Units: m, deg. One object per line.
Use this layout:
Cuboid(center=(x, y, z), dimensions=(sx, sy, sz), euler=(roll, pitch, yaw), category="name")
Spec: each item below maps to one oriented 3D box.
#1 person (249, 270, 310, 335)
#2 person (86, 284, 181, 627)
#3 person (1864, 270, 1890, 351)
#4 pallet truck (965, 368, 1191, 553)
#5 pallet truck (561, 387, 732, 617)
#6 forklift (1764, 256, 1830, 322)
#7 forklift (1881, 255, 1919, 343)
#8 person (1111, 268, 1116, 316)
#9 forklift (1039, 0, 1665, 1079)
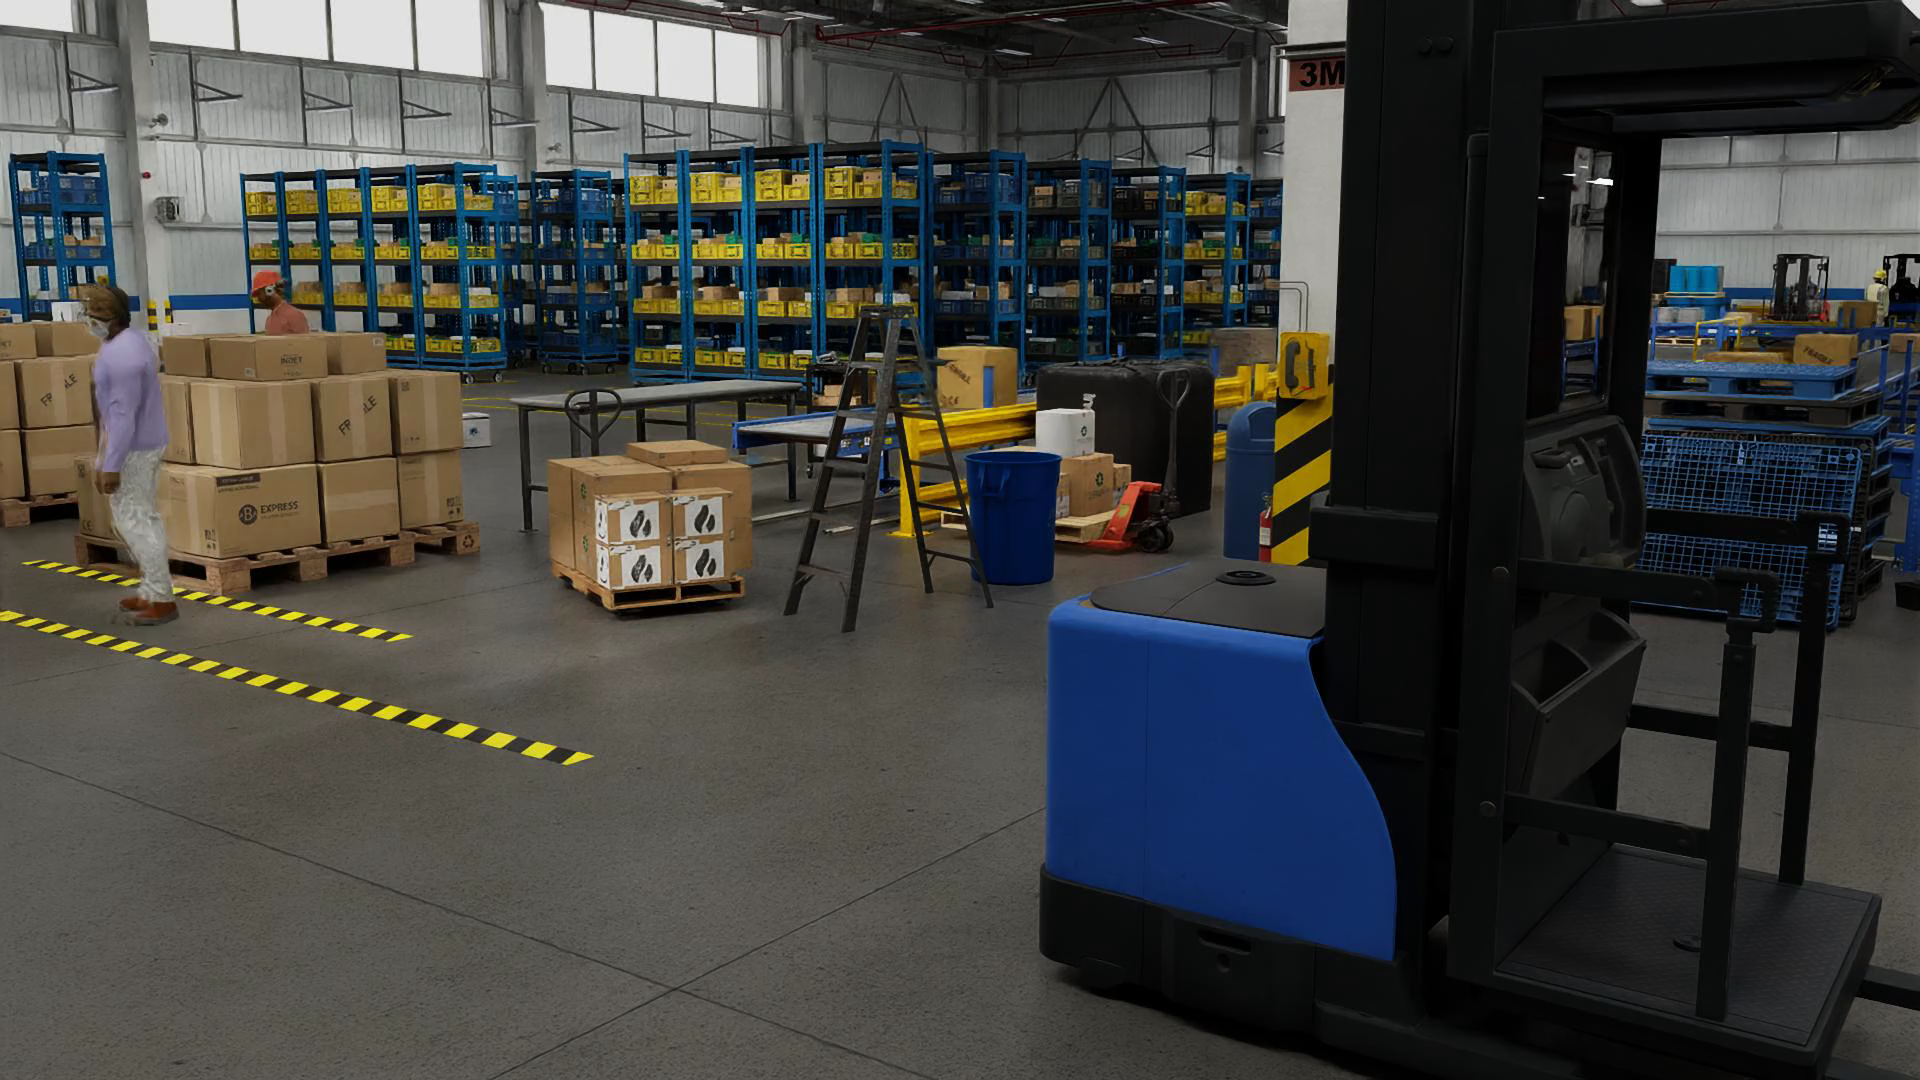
Cuboid(center=(-5.697, -1.355, 14.413), dimensions=(0.682, 1.944, 0.702), euler=(9, 13, 42), category="person")
Cuboid(center=(-4.619, -0.471, 9.302), dimensions=(0.362, 1.898, 0.718), euler=(-4, 10, -22), category="person")
Cuboid(center=(19.433, -4.797, 35.226), dimensions=(0.404, 1.832, 0.600), euler=(-3, 10, -18), category="person")
Cuboid(center=(0.845, -0.609, 11.869), dimensions=(1.630, 1.274, 0.653), euler=(7, 12, 35), category="pallet truck")
Cuboid(center=(-1.981, -0.274, 10.088), dimensions=(0.680, 1.201, 1.601), euler=(-5, 11, -28), category="pallet truck")
Cuboid(center=(20.253, -5.854, 40.139), dimensions=(1.157, 1.987, 2.680), euler=(7, 12, 35), category="forklift")
Cuboid(center=(22.089, -5.634, 38.796), dimensions=(1.157, 1.987, 2.680), euler=(6, 11, 33), category="forklift")
Cuboid(center=(3.684, -5.690, 40.491), dimensions=(0.565, 1.849, 0.389), euler=(-9, 13, -43), category="person")
Cuboid(center=(1.249, -0.137, 4.360), dimensions=(1.873, 2.768, 1.129), euler=(7, 12, 35), category="forklift")
